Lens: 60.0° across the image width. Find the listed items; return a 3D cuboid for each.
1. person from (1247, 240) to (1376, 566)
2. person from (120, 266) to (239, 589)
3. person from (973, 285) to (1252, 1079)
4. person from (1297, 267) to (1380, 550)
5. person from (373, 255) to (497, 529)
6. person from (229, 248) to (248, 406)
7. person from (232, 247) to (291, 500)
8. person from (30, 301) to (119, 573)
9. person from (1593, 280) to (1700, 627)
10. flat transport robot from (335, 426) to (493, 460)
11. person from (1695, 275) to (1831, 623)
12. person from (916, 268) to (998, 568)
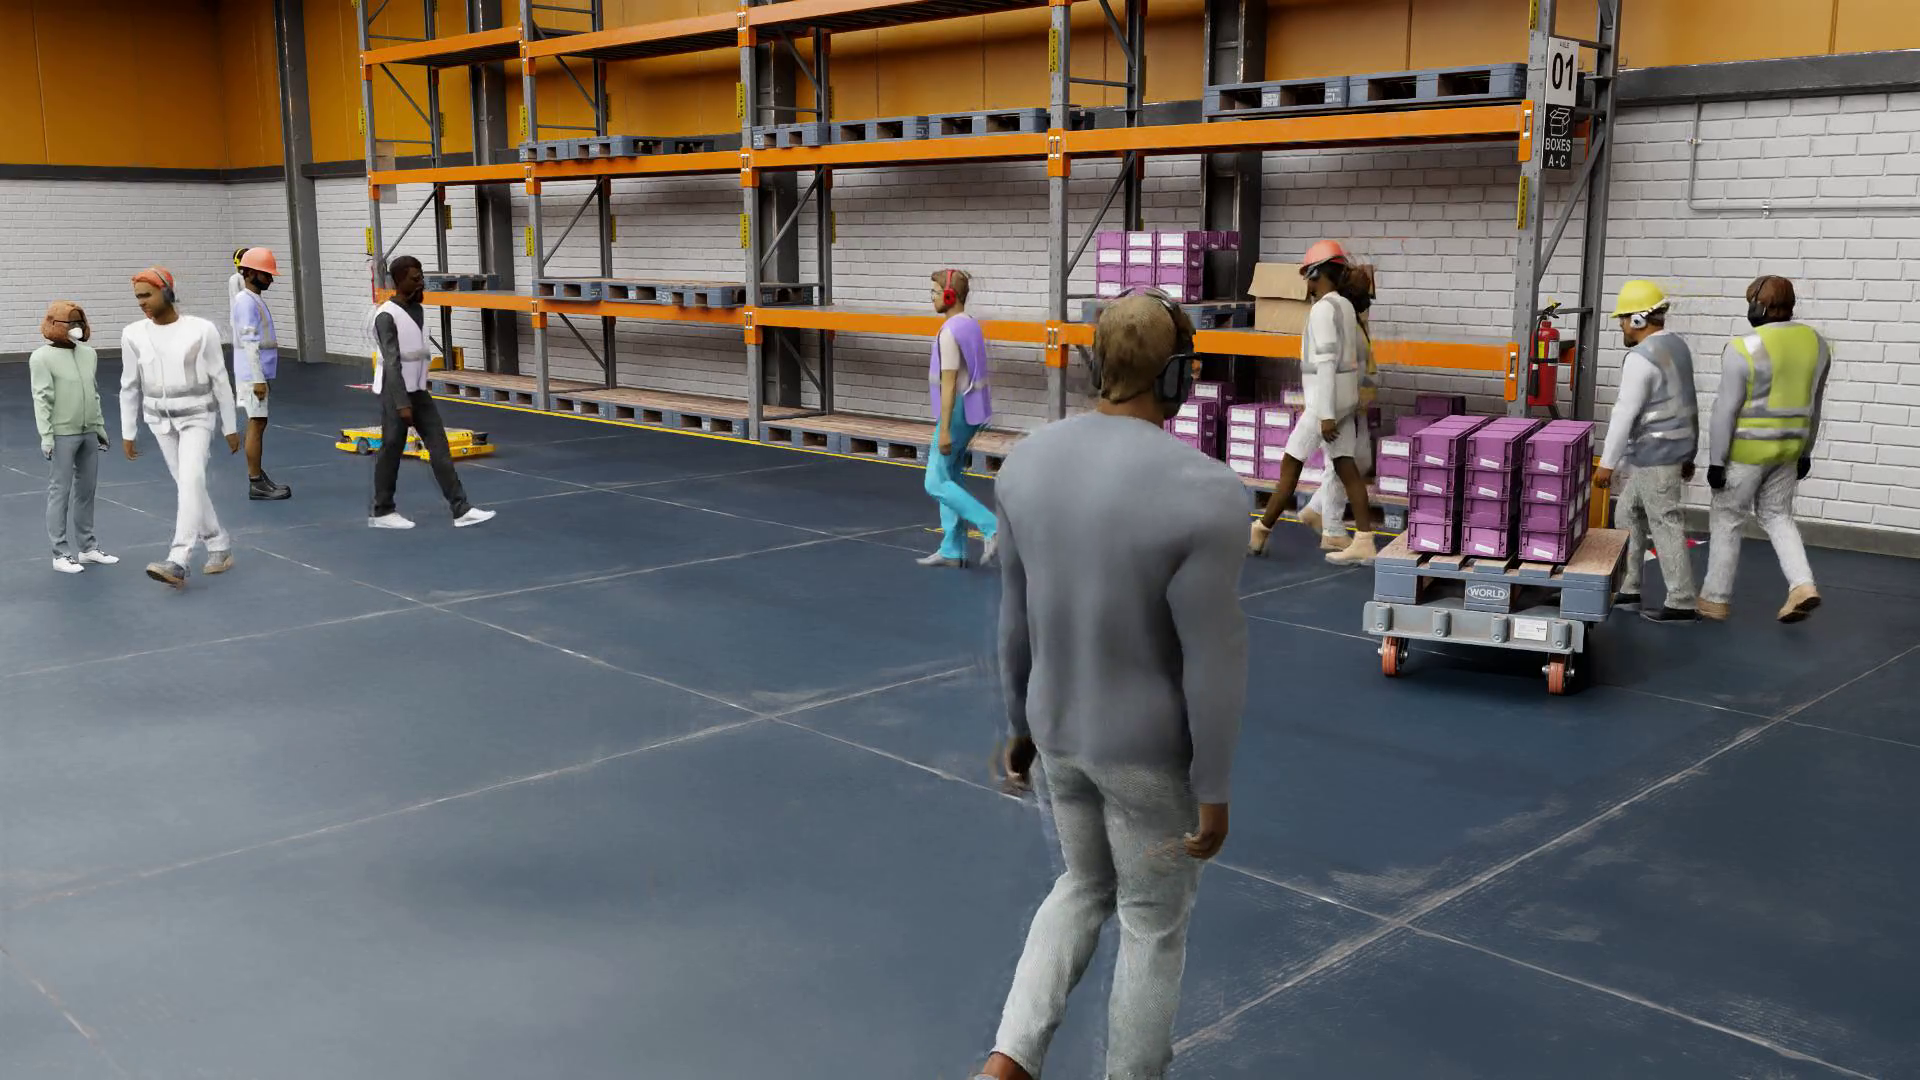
[{"bbox_3d":[2.162,-0.838,10.280,1.050,1.977,0.621,6,12,29],"label":"person"},{"bbox_3d":[-4.565,-0.649,9.637,0.599,1.832,1.003,1,10,4],"label":"person"},{"bbox_3d":[0.304,0.438,3.482,0.643,1.922,0.520,10,14,43],"label":"person"},{"bbox_3d":[2.439,-0.813,10.592,0.432,1.828,0.650,4,11,19],"label":"person"},{"bbox_3d":[-3.664,-0.983,11.350,0.952,1.869,0.610,2,11,12],"label":"person"},{"bbox_3d":[-8.487,-2.521,19.775,0.329,1.865,0.513,-2,11,-8],"label":"person"},{"bbox_3d":[-5.376,-1.273,12.798,0.381,1.927,0.542,-4,11,-19],"label":"person"},{"bbox_3d":[-5.372,-0.628,10.080,0.268,1.631,0.507,3,11,14],"label":"person"},{"bbox_3d":[3.588,-0.454,8.713,0.727,1.785,0.621,8,13,37],"label":"person"},{"bbox_3d":[-5.060,-0.921,15.393,1.431,0.197,0.652,7,12,33],"label":"flat transport robot"},{"bbox_3d":[4.147,-0.452,8.602,0.646,1.823,0.687,-3,11,-15],"label":"person"},{"bbox_3d":[0.009,-0.709,9.988,0.531,1.825,0.585,2,11,13],"label":"person"}]
